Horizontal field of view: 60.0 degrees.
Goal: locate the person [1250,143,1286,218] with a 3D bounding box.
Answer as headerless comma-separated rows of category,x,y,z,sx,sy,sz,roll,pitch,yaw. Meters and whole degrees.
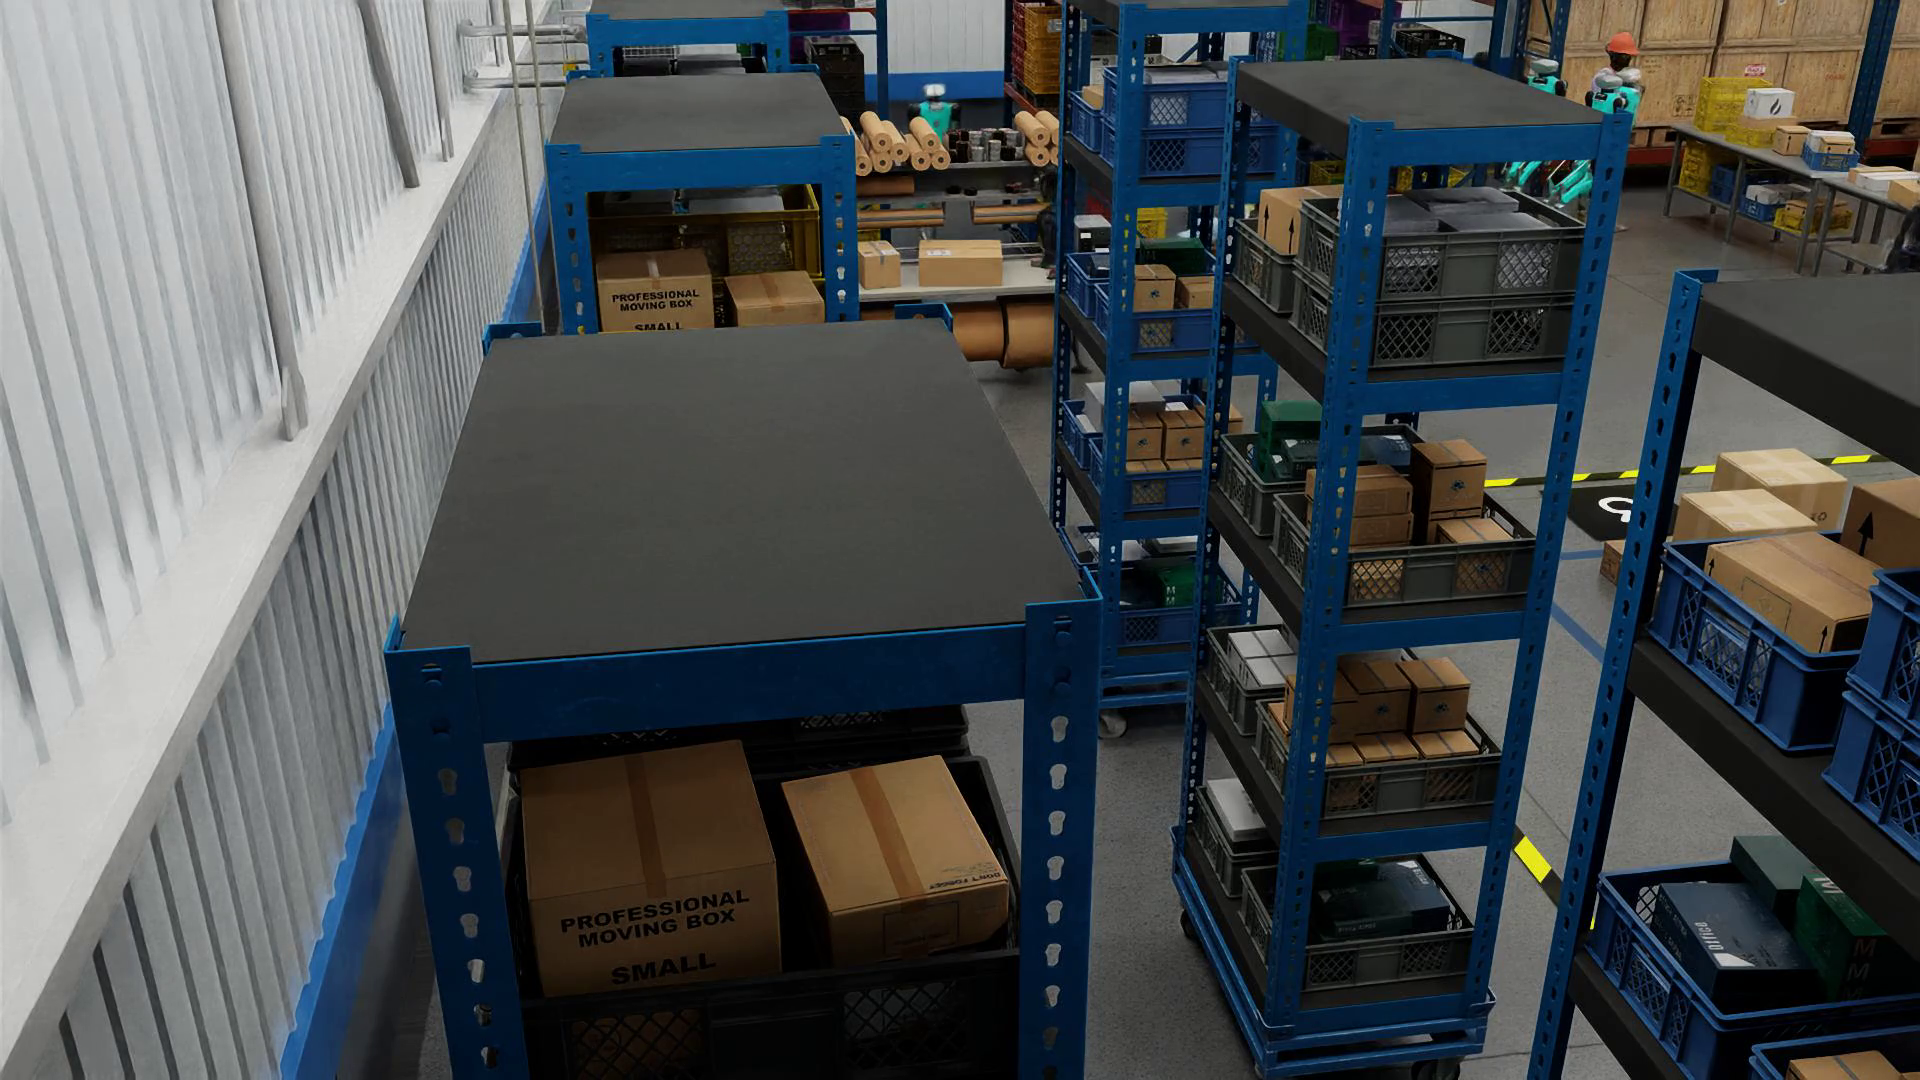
person,2.834,-3.285,15.568,0.404,1.833,0.586,4,25,9

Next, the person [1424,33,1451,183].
person,5.325,-4.962,19.225,1.024,1.827,0.573,-1,25,-3

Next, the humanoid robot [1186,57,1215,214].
humanoid robot,2.561,-4.289,17.877,0.578,1.738,1.012,13,28,27

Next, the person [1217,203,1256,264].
person,2.509,-3.029,15.019,0.429,1.835,0.623,1,25,2

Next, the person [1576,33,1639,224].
person,6.807,-4.273,17.467,0.377,2.041,0.615,21,32,38

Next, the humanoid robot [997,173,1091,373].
humanoid robot,0.689,-2.116,13.244,0.759,1.627,0.590,6,25,14

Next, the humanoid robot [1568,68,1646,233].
humanoid robot,6.650,-4.039,17.315,0.953,1.747,0.564,22,33,40

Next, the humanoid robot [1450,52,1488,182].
humanoid robot,5.780,-4.654,18.739,0.631,1.635,0.528,-1,25,-2

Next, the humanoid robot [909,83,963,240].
humanoid robot,-0.300,-3.685,16.619,0.547,1.803,0.946,-5,25,-11

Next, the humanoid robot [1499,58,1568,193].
humanoid robot,5.902,-4.108,17.416,0.681,1.757,0.543,-19,31,-35

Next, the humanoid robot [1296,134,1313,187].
humanoid robot,3.826,-4.515,18.425,0.401,1.643,0.589,7,26,15

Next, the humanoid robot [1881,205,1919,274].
humanoid robot,7.679,-2.182,13.411,0.609,1.623,0.703,-6,25,-12

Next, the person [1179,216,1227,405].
person,1.623,-1.271,11.166,0.401,1.851,0.590,-4,25,-9

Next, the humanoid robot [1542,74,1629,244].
humanoid robot,6.150,-3.754,16.596,0.740,1.698,0.530,-8,26,-18
